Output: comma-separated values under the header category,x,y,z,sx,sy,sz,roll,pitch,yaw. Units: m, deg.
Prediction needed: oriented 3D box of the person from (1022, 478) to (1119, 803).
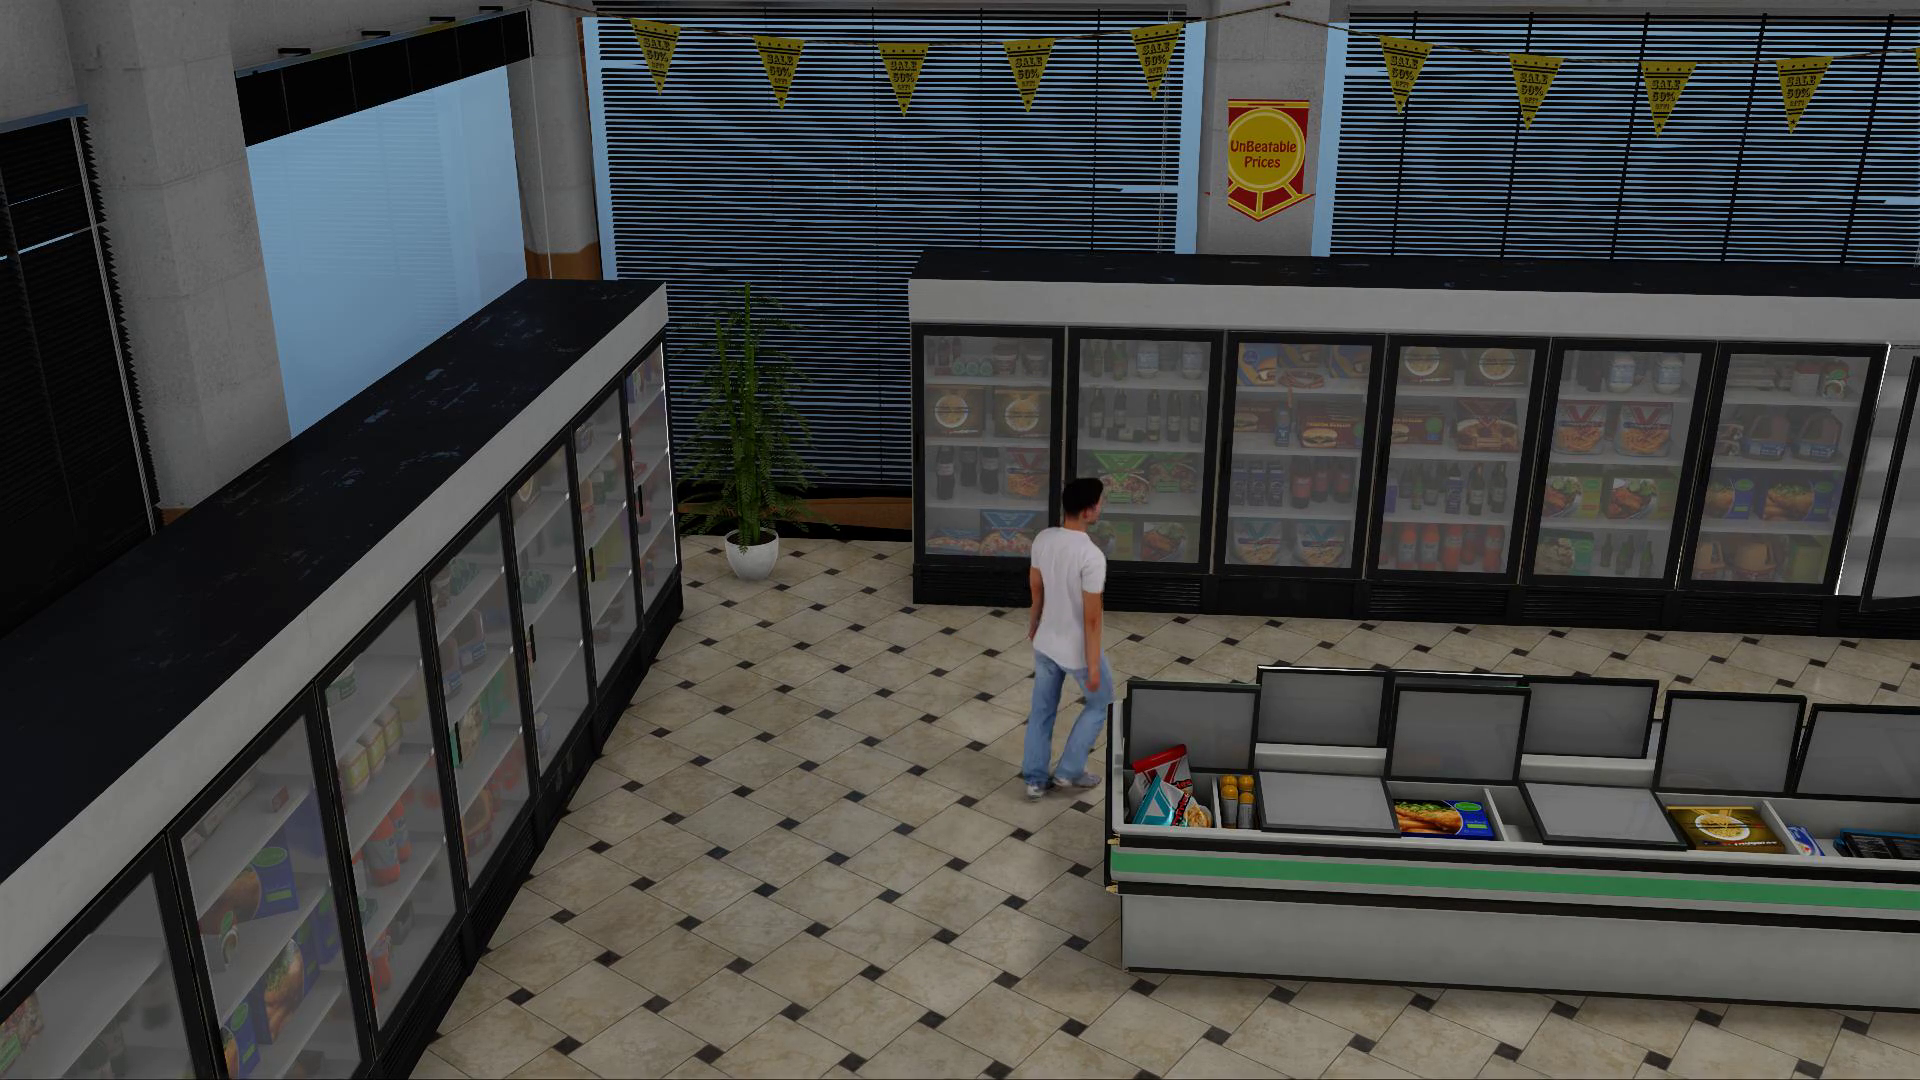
category,x,y,z,sx,sy,sz,roll,pitch,yaw
person,0.527,0.582,8.769,0.883,1.838,0.949,20,29,40
